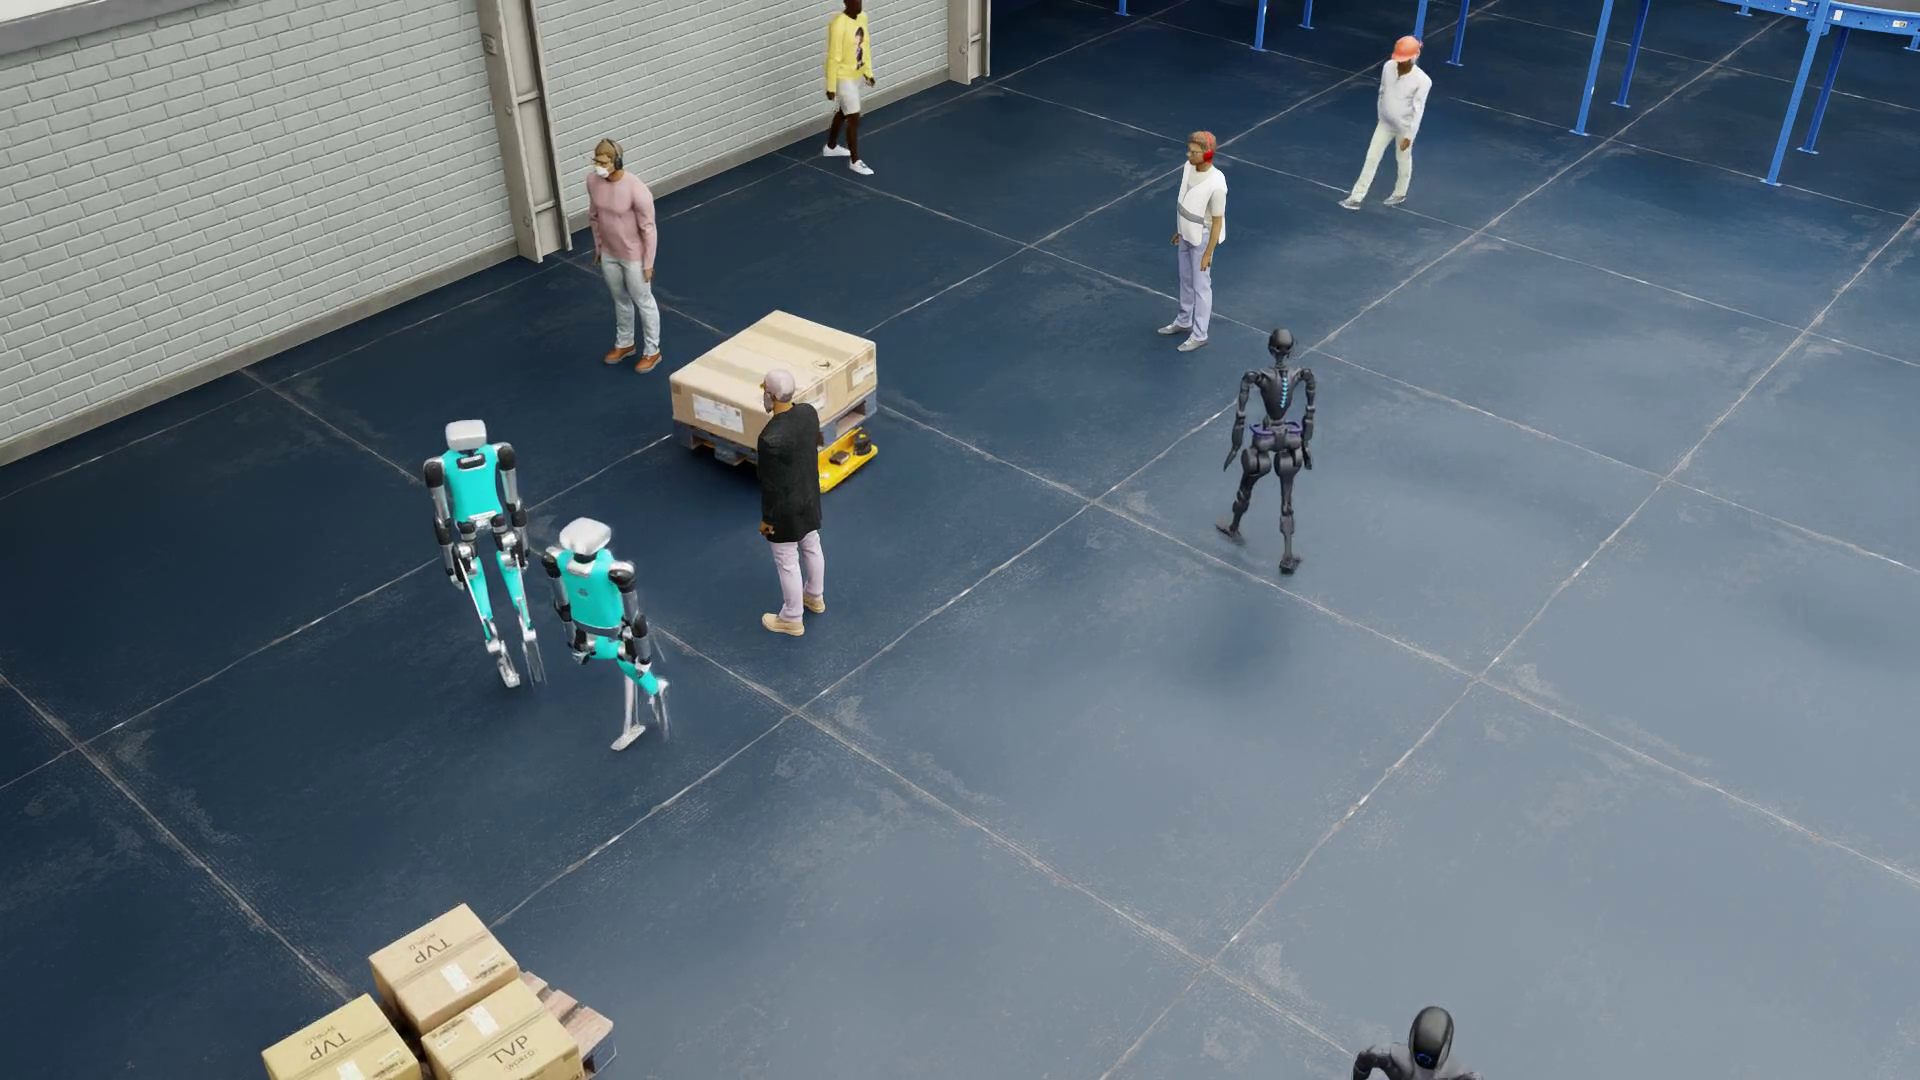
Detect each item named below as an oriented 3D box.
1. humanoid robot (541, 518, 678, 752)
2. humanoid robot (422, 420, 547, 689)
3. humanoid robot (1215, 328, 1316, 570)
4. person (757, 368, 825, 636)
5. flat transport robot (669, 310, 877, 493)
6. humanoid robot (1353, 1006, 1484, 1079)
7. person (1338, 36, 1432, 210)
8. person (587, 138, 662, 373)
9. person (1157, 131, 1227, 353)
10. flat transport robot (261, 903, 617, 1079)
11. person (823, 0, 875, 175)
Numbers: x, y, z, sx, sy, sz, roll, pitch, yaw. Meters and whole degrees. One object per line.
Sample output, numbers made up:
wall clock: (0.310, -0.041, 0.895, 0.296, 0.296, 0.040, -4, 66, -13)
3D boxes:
humanoid robot: (-1.900, 0.562, 9.433, 0.544, 1.894, 0.755, 10, 37, 14)
humanoid robot: (-2.745, 0.242, 9.879, 0.542, 1.889, 0.734, -17, 39, -22)
humanoid robot: (2.078, -0.595, 11.056, 0.611, 1.628, 0.625, -7, 36, -9)
person: (-1.055, -0.238, 10.354, 0.400, 1.855, 0.543, 18, 39, 23)
flat transport robot: (-1.386, -0.782, 12.486, 1.431, 0.231, 0.659, 21, 40, 27)
humanoid robot: (1.842, 2.435, 6.763, 0.599, 1.642, 0.384, 11, 37, 15)
person: (4.035, -3.878, 15.589, 0.881, 1.699, 0.570, -25, 42, -31)
person: (-2.637, -2.240, 13.095, 0.627, 1.939, 0.376, 21, 40, 26)
person: (1.918, -2.418, 13.423, 0.390, 1.846, 0.564, -13, 38, -18)
flat transport robot: (-2.376, 2.621, 7.708, 1.431, 0.231, 0.659, 21, 41, 27)
person: (-1.151, -4.584, 16.466, 0.710, 1.859, 0.565, 17, 39, 23)
